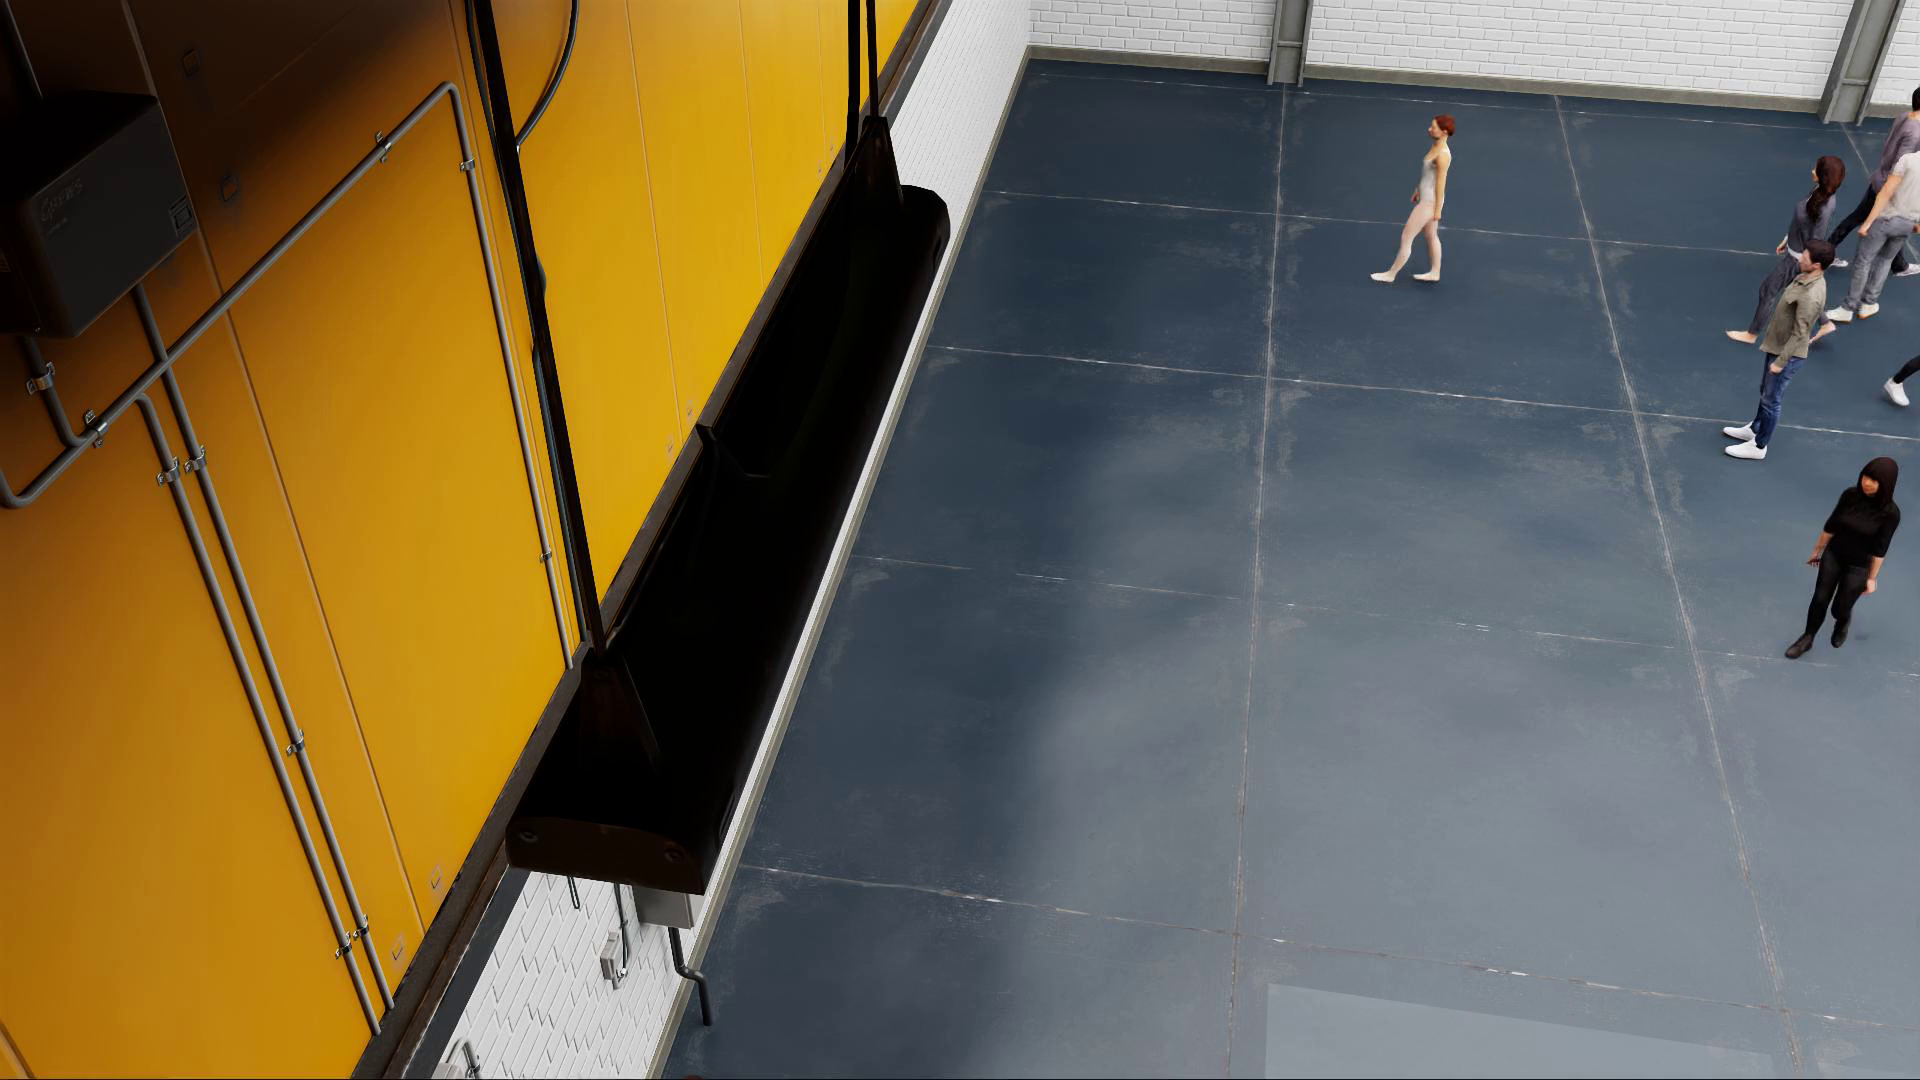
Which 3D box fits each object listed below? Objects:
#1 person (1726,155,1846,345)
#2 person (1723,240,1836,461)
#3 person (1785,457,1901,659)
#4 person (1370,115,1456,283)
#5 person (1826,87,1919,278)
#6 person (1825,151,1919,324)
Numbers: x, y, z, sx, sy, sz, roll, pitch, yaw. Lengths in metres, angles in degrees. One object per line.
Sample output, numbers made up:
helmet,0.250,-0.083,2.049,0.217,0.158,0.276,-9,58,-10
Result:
person,7.201,-2.403,14.054,1.131,1.737,0.723,12,40,15
person,6.348,-1.459,12.766,0.642,1.869,0.737,12,40,15
person,5.911,0.117,10.984,0.846,1.631,0.787,-25,45,-28
person,4.296,-3.021,14.921,0.863,1.621,0.598,5,39,6
person,8.299,-3.217,15.020,1.116,1.804,0.691,7,39,8
person,8.037,-2.725,14.371,0.611,1.844,0.973,-9,39,-11
